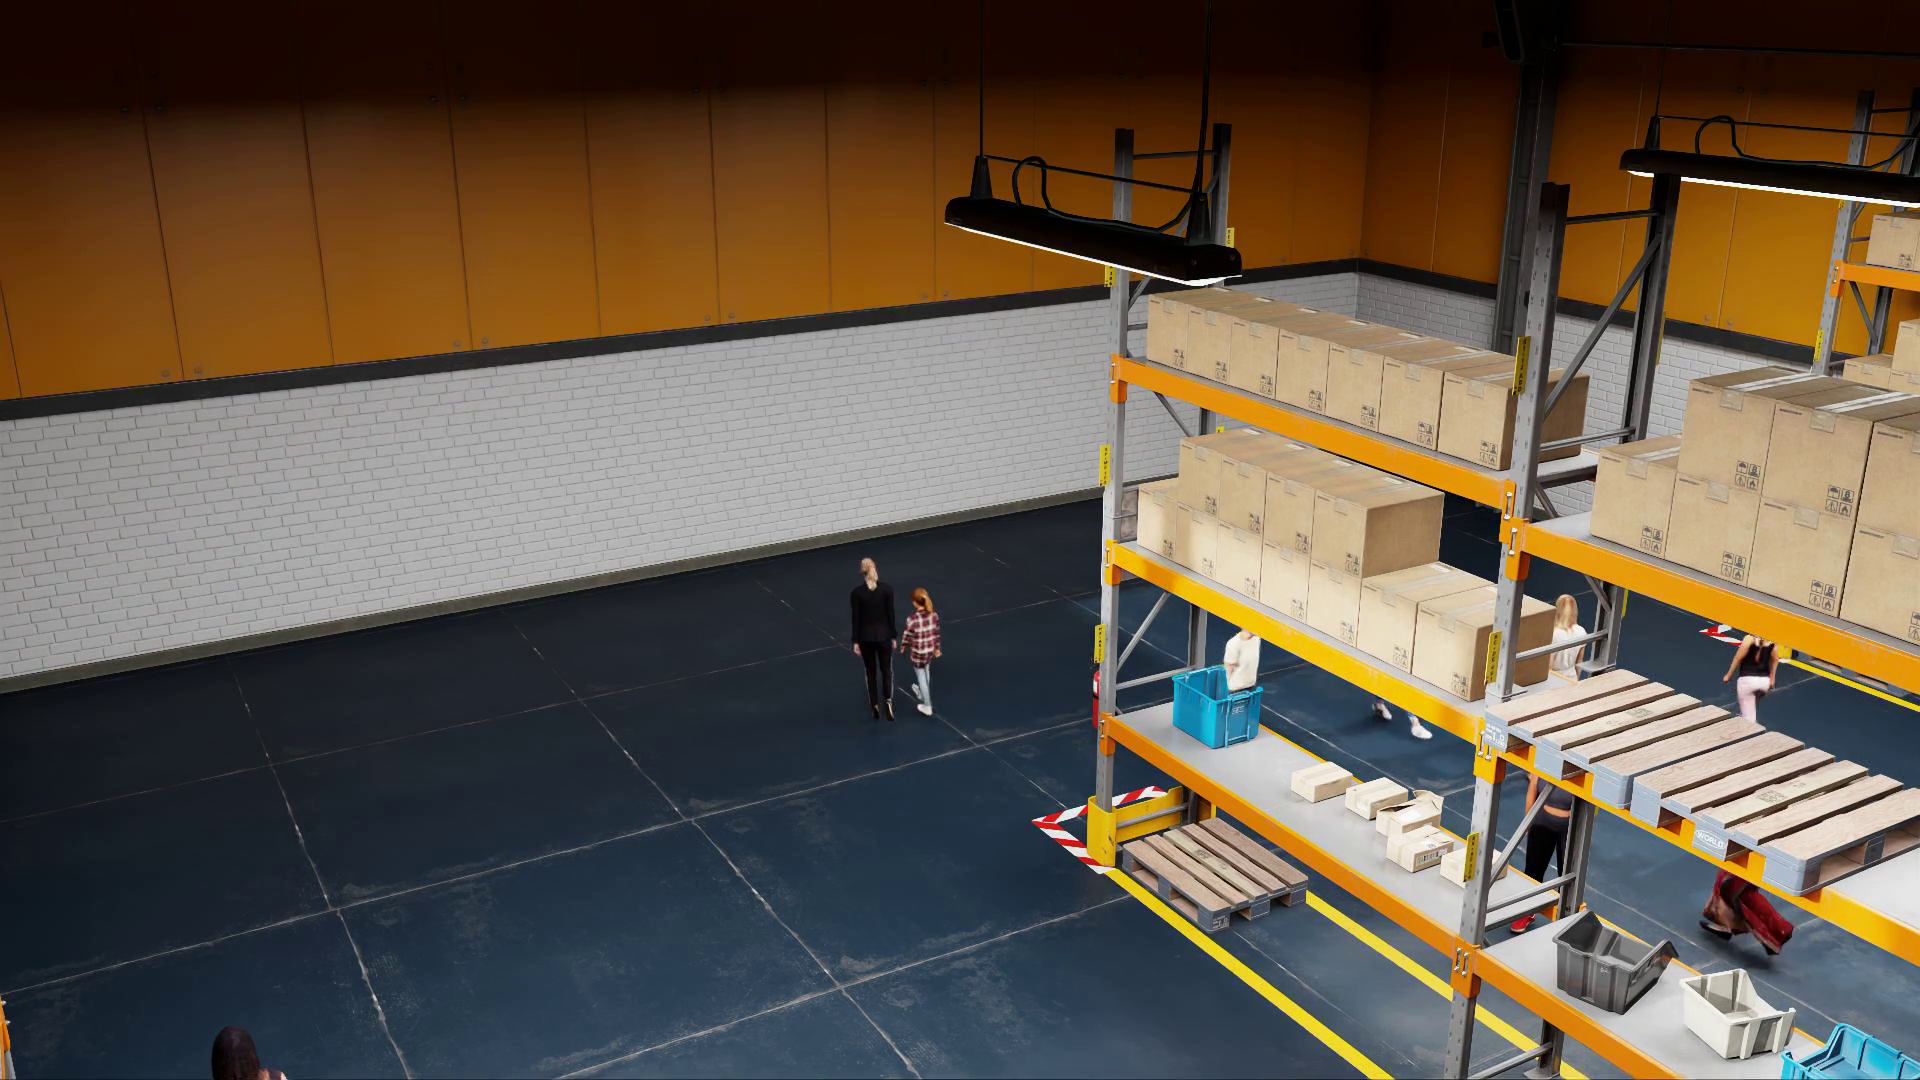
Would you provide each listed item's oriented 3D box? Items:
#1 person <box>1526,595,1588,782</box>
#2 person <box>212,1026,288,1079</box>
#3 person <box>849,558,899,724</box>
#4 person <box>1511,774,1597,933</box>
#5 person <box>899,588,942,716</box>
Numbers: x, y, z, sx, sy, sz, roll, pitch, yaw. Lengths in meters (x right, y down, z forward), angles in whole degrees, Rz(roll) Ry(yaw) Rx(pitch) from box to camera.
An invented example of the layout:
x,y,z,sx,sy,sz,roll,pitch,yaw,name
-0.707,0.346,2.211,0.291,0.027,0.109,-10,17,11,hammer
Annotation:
x,y,z,sx,sy,sz,roll,pitch,yaw,name
5.451,1.368,15.116,0.642,1.824,0.591,-6,20,-18,person
-3.838,3.463,9.100,0.739,1.695,0.927,-14,23,-35,person
-0.824,1.028,16.346,0.773,1.684,0.887,-3,19,-7,person
4.569,2.195,12.679,0.725,1.814,0.841,11,22,30,person
-0.346,1.137,16.655,0.541,1.281,0.783,-12,22,-31,person
